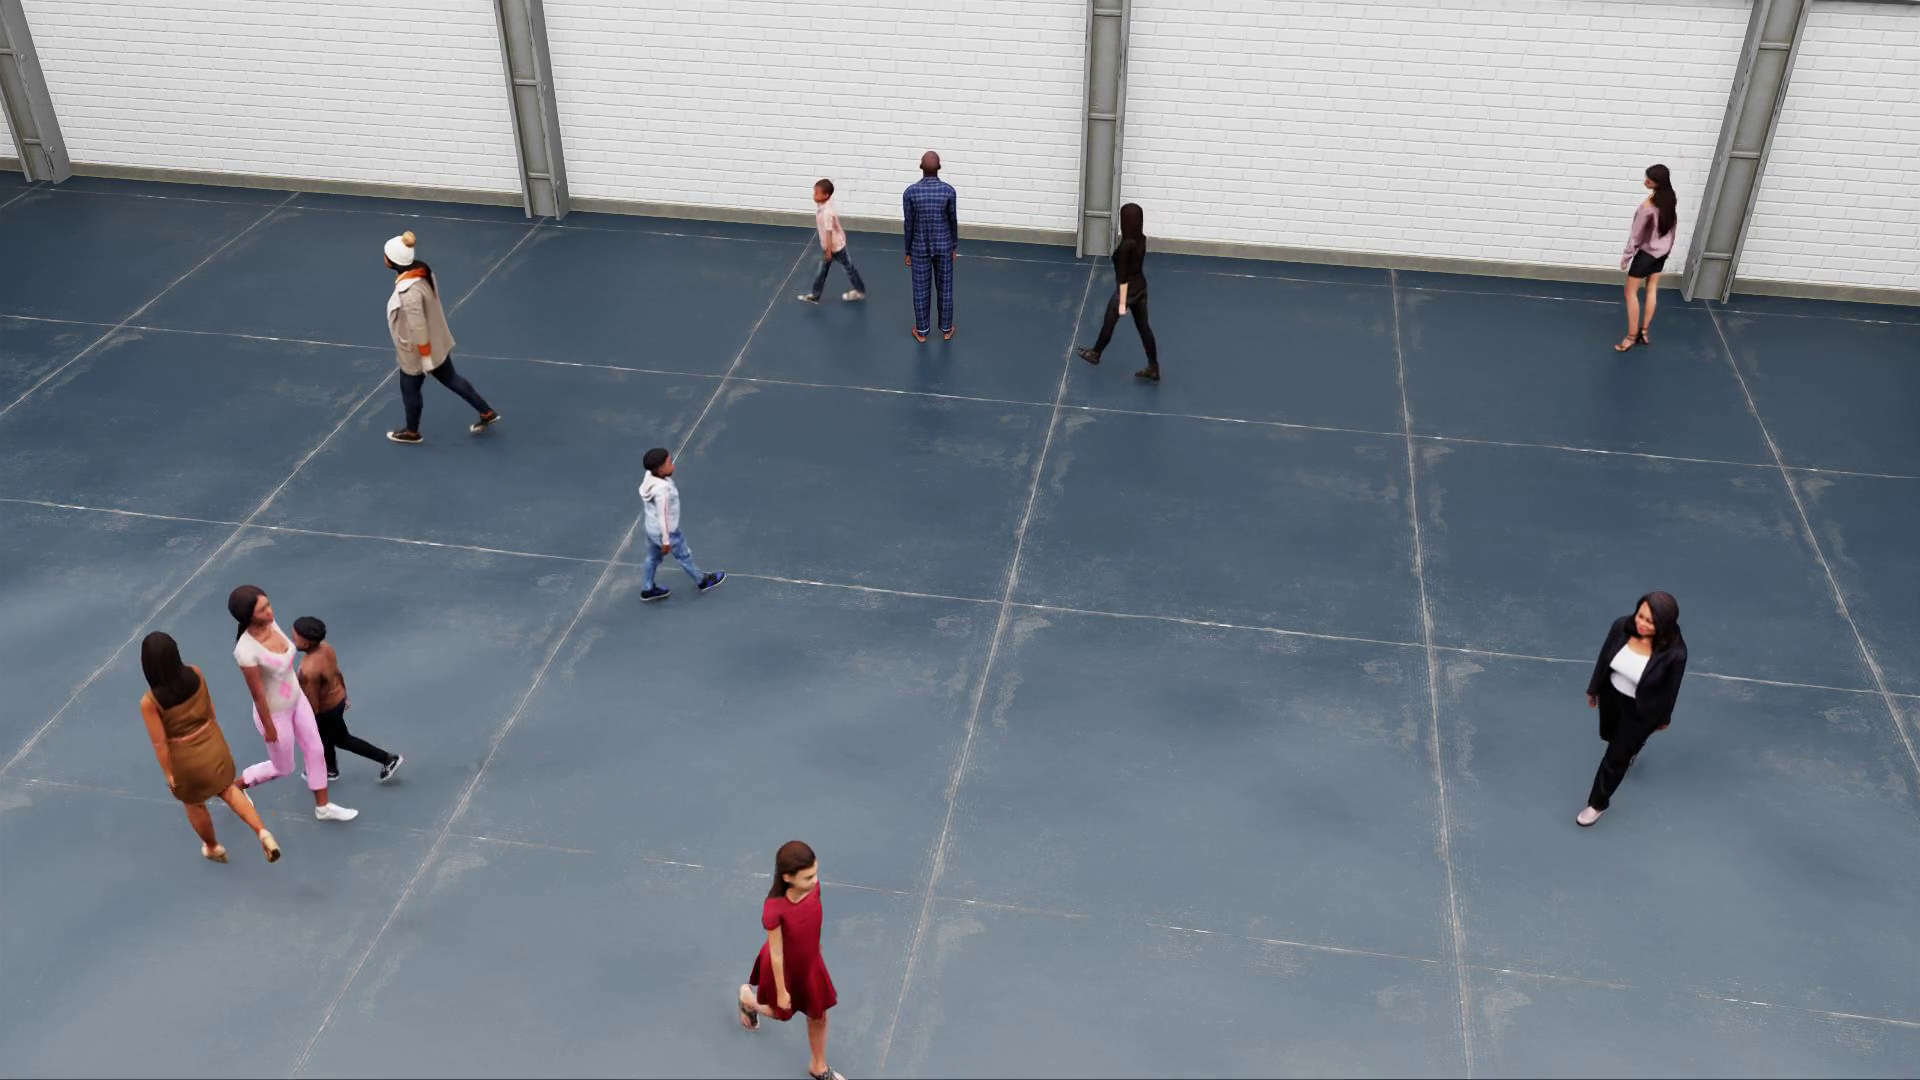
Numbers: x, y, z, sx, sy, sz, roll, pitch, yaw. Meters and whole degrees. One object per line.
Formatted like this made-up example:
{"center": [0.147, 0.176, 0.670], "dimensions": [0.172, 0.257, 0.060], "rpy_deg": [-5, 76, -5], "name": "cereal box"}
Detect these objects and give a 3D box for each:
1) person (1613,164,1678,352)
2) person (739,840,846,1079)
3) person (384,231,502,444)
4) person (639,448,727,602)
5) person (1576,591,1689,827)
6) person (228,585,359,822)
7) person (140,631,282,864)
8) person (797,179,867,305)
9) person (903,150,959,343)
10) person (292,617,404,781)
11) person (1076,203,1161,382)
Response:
{"center": [6.277, -2.553, 14.996], "dimensions": [0.731, 1.785, 0.808], "rpy_deg": [-10, 35, -15], "name": "person"}
{"center": [-0.878, 2.068, 8.274], "dimensions": [0.883, 1.529, 1.041], "rpy_deg": [-29, 43, -36], "name": "person"}
{"center": [-4.269, -1.627, 13.537], "dimensions": [1.216, 1.857, 0.836], "rpy_deg": [0, 34, 1], "name": "person"}
{"center": [-2.162, -0.085, 11.783], "dimensions": [0.899, 1.231, 0.784], "rpy_deg": [-16, 37, -23], "name": "person"}
{"center": [4.046, 0.936, 9.924], "dimensions": [1.085, 1.588, 1.096], "rpy_deg": [-26, 42, -34], "name": "person"}
{"center": [-4.055, 0.996, 9.715], "dimensions": [1.020, 1.721, 0.634], "rpy_deg": [2, 34, 3], "name": "person"}
{"center": [-4.240, 1.252, 9.375], "dimensions": [0.977, 1.669, 0.759], "rpy_deg": [17, 37, 24], "name": "person"}
{"center": [-1.143, -2.831, 15.886], "dimensions": [0.969, 1.262, 0.776], "rpy_deg": [-8, 34, -12], "name": "person"}
{"center": [-0.254, -2.674, 15.147], "dimensions": [0.654, 1.820, 0.792], "rpy_deg": [-5, 34, -7], "name": "person"}
{"center": [-3.786, 1.005, 10.140], "dimensions": [0.932, 1.235, 0.687], "rpy_deg": [-5, 34, -7], "name": "person"}
{"center": [1.553, -2.117, 14.508], "dimensions": [1.159, 1.598, 0.928], "rpy_deg": [23, 40, 31], "name": "person"}
